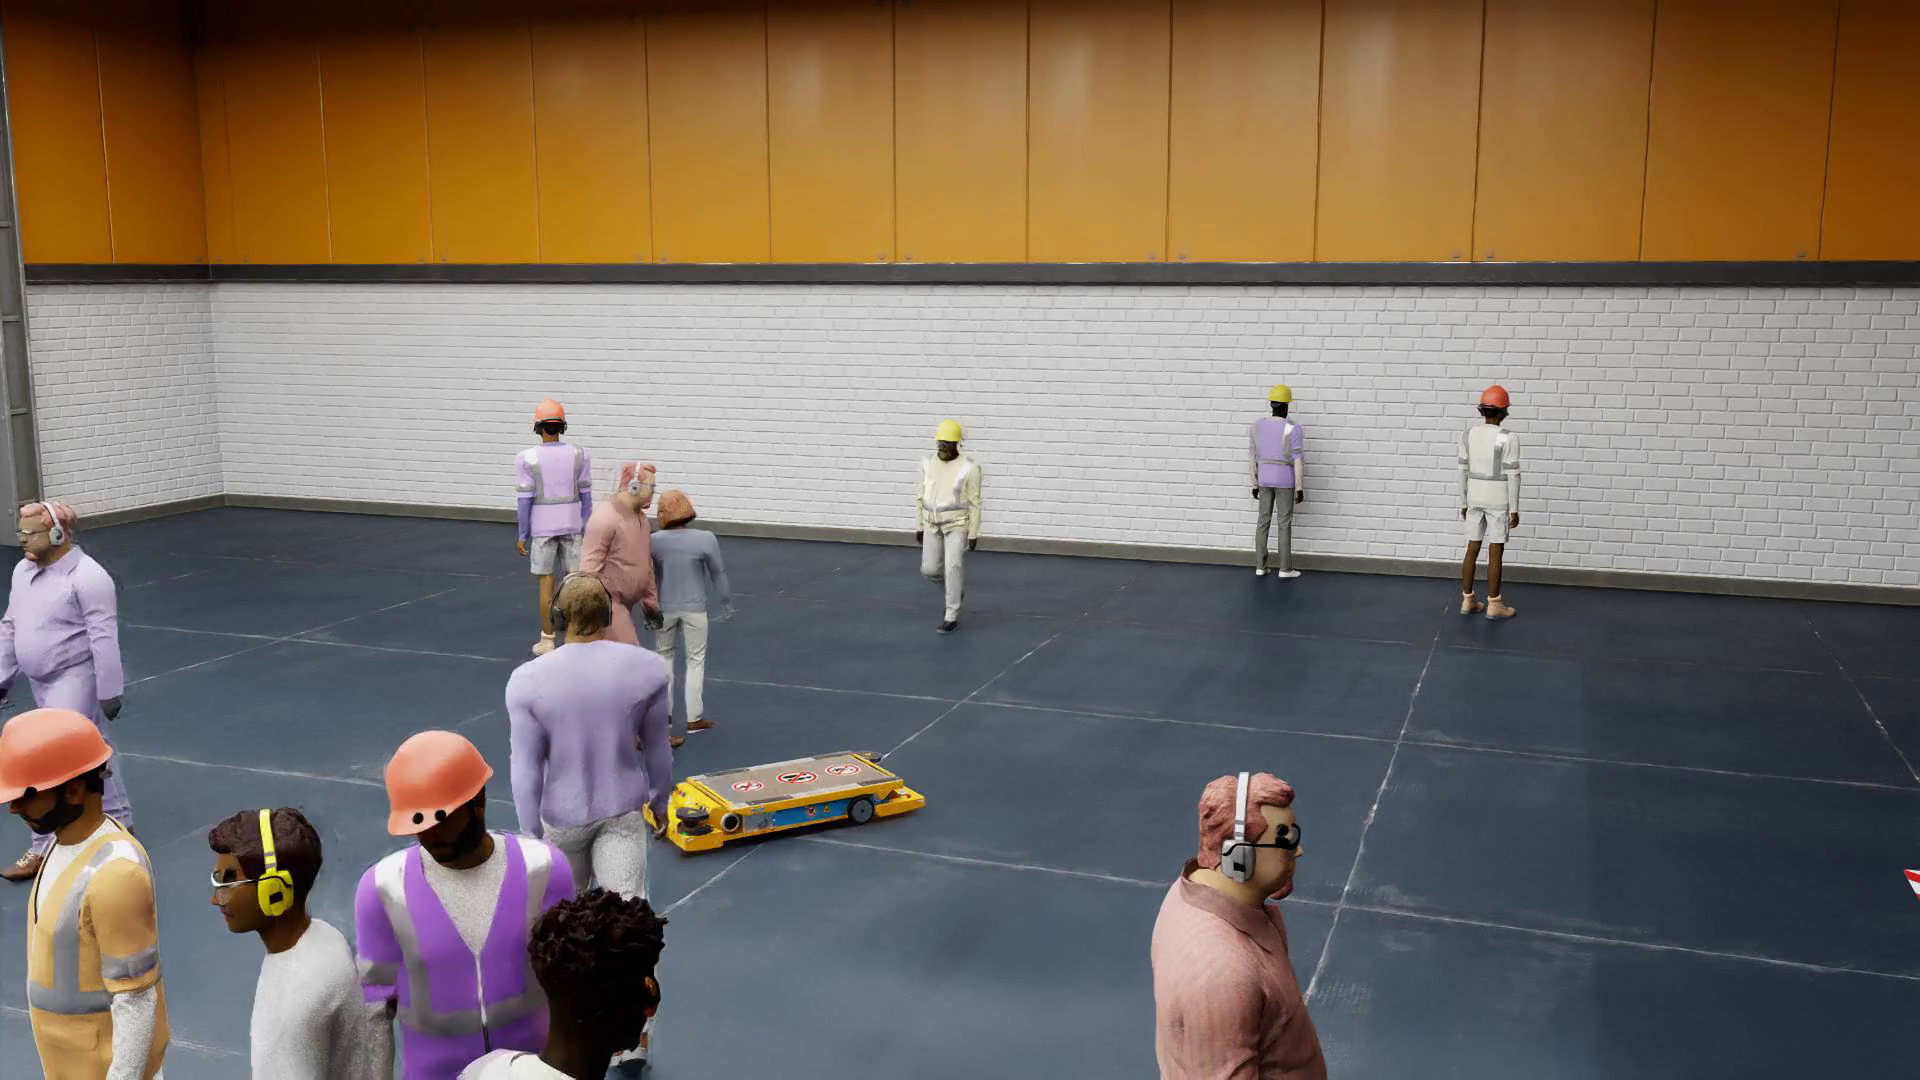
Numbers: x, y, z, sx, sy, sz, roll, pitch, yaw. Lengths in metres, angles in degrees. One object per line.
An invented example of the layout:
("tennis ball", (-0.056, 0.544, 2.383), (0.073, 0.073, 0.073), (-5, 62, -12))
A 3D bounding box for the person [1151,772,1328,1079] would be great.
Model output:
("person", (0.647, 1.465, 3.894), (0.407, 1.906, 0.655), (0, 9, 3))

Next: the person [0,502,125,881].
("person", (-4.661, 0.748, 8.454), (0.660, 1.875, 0.879), (6, 11, 32))

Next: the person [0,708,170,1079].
("person", (-2.295, 1.375, 4.390), (0.372, 1.928, 0.543), (-8, 12, -40))

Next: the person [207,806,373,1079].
("person", (-1.425, 1.501, 3.883), (0.749, 1.845, 0.516), (-5, 10, -27))

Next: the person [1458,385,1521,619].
("person", (4.661, -0.334, 14.619), (0.364, 2.048, 0.611), (-7, 11, -37))

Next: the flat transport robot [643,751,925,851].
("flat transport robot", (-0.973, 1.422, 9.219), (1.431, 0.197, 0.652), (-5, 11, -30))

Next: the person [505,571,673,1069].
("person", (-1.411, 1.062, 6.445), (0.638, 1.900, 1.014), (-3, 10, -21))

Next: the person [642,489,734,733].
("person", (-1.788, 0.479, 10.913), (0.591, 1.627, 0.373), (0, 9, 2))

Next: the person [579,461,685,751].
("person", (-2.132, 0.428, 10.534), (0.921, 1.839, 0.657), (1, 9, 6))

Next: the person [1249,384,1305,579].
("person", (3.144, -0.577, 16.497), (0.586, 1.928, 0.364), (7, 11, 36))

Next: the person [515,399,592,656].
("person", (-3.203, -0.091, 13.124), (0.605, 2.045, 0.377), (-6, 11, -31))

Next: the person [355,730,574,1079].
("person", (-1.268, 1.388, 4.374), (0.571, 1.909, 0.543), (-4, 10, -24))

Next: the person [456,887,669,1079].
("person", (-0.759, 1.593, 3.130), (1.019, 1.901, 0.608), (-8, 12, -39))

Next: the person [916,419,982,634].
("person", (-0.081, -0.130, 14.069), (0.608, 1.812, 0.519), (5, 11, 29))
